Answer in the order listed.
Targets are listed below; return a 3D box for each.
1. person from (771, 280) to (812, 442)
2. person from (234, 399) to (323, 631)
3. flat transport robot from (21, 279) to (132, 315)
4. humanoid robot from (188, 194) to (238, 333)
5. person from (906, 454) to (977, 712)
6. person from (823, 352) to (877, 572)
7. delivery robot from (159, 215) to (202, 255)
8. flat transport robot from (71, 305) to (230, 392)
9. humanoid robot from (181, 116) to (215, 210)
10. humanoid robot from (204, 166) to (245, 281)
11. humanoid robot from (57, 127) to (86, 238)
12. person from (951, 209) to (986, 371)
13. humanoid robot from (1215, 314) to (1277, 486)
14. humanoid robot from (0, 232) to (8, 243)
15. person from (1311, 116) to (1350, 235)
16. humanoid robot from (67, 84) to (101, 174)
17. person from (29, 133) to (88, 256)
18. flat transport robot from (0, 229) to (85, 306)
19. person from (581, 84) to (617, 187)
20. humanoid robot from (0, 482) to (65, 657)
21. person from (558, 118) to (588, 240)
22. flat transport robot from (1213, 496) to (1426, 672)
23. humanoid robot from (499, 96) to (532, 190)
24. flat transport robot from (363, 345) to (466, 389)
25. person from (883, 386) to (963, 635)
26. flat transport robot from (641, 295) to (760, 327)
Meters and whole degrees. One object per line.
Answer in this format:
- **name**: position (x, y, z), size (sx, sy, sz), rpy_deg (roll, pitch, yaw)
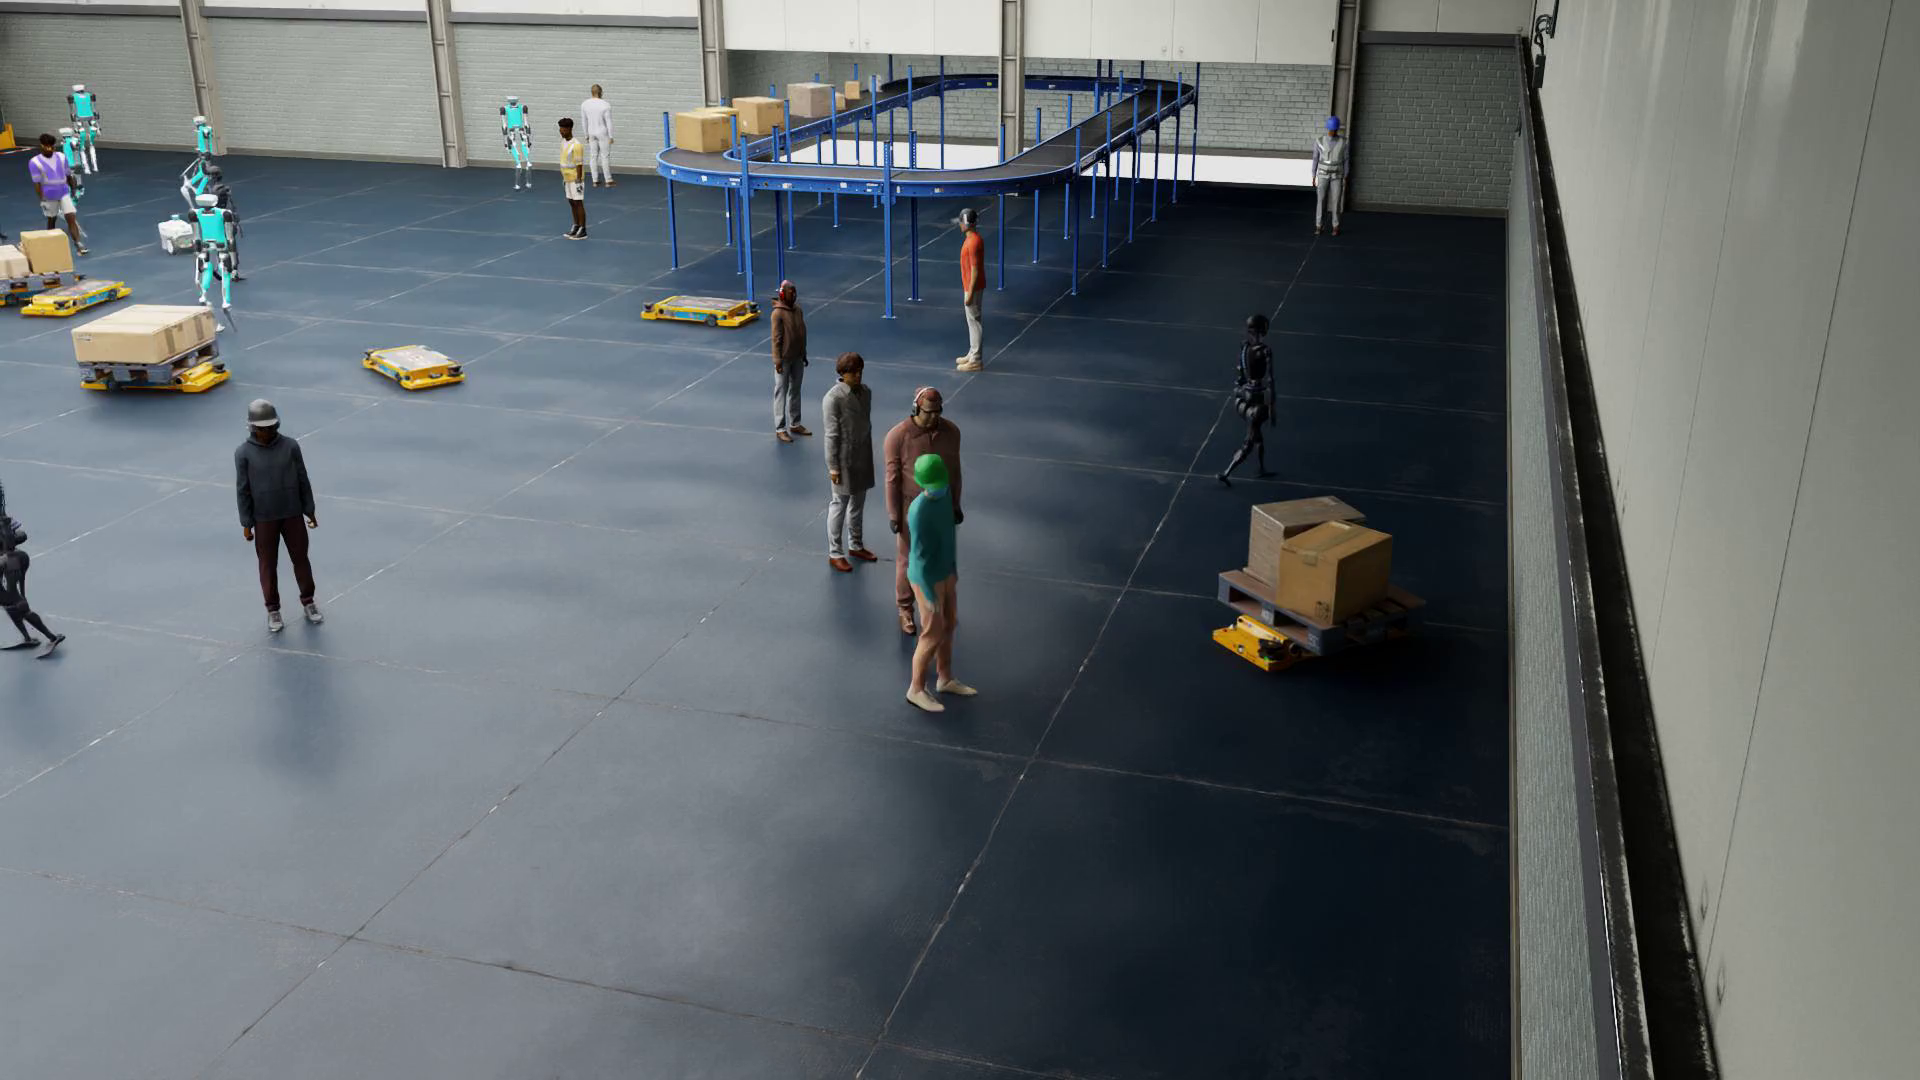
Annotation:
- **person**: position (-1.759, -1.845, 17.038), size (0.339, 1.651, 0.456), rpy_deg (15, 26, 34)
- **person**: position (-5.157, -0.202, 12.569), size (0.549, 1.806, 0.380), rpy_deg (-13, 25, -30)
- **flat transport robot**: position (-12.111, -3.329, 22.812), size (0.659, 0.231, 1.431), rpy_deg (3, 21, 9)
- **humanoid robot**: position (-9.459, -3.384, 21.048), size (0.539, 1.881, 0.729), rpy_deg (-2, 21, -6)
- **person**: position (-0.149, 0.269, 11.310), size (0.420, 1.839, 0.554), rpy_deg (9, 23, 23)
- **person**: position (-0.893, -0.656, 13.711), size (0.361, 1.829, 0.514), rpy_deg (17, 27, 37)
- **delivery robot**: position (-12.365, -4.835, 26.304), size (0.765, 0.583, 0.499), rpy_deg (20, 29, 41)
- **flat transport robot**: position (-9.226, -1.882, 19.059), size (1.431, 0.231, 0.659), rpy_deg (2, 21, 5)
- **humanoid robot**: position (-13.294, -6.435, 28.873), size (0.875, 1.787, 0.563), rpy_deg (-12, 24, -29)
- **humanoid robot**: position (-10.700, -4.556, 24.029), size (0.587, 1.641, 0.484), rpy_deg (8, 22, 20)
- **humanoid robot**: position (-14.658, -5.785, 27.214), size (0.661, 1.851, 0.543), rpy_deg (-19, 28, -40)
- **person**: position (0.101, -2.935, 19.518), size (0.413, 1.907, 0.474), rpy_deg (0, 21, 1)
- **humanoid robot**: position (2.745, -1.323, 15.720), size (0.767, 1.642, 0.591), rpy_deg (-9, 23, -22)
- **humanoid robot**: position (-15.664, -5.471, 26.511), size (0.584, 1.644, 0.783), rpy_deg (2, 21, 6)
- **person**: position (6.107, -6.015, 27.476), size (0.610, 1.933, 0.413), rpy_deg (4, 21, 9)
- **humanoid robot**: position (-17.797, -8.350, 33.807), size (0.546, 1.799, 0.694), rpy_deg (-18, 27, -38)
- **person**: position (-14.056, -5.391, 25.910), size (1.035, 1.884, 0.669), rpy_deg (18, 27, 39)
- **flat transport robot**: position (-12.966, -3.497, 23.247), size (1.431, 0.231, 0.659), rpy_deg (-15, 26, -34)
- **person**: position (-6.973, -7.800, 32.097), size (0.627, 1.934, 0.376), rpy_deg (6, 22, 15)
- **humanoid robot**: position (-6.940, 0.050, 12.097), size (0.610, 1.637, 0.433), rpy_deg (16, 26, 35)
- **person**: position (-6.320, -5.900, 27.140), size (0.375, 1.958, 0.602), rpy_deg (-14, 25, -33)
- **flat transport robot**: position (2.666, 0.646, 12.502), size (1.431, 0.231, 0.659), rpy_deg (-12, 24, -28)
- **humanoid robot**: position (-8.348, -7.527, 31.544), size (0.532, 1.708, 0.763), rpy_deg (-10, 23, -25)
- **flat transport robot**: position (-6.396, -2.033, 19.451), size (0.659, 0.231, 1.431), rpy_deg (-17, 27, -37)
- **person**: position (-0.250, -0.233, 12.517), size (0.638, 1.903, 0.413), rpy_deg (-11, 24, -27)
- **flat transport robot**: position (-3.440, -3.040, 22.062), size (1.431, 0.231, 0.659), rpy_deg (7, 22, 18)
